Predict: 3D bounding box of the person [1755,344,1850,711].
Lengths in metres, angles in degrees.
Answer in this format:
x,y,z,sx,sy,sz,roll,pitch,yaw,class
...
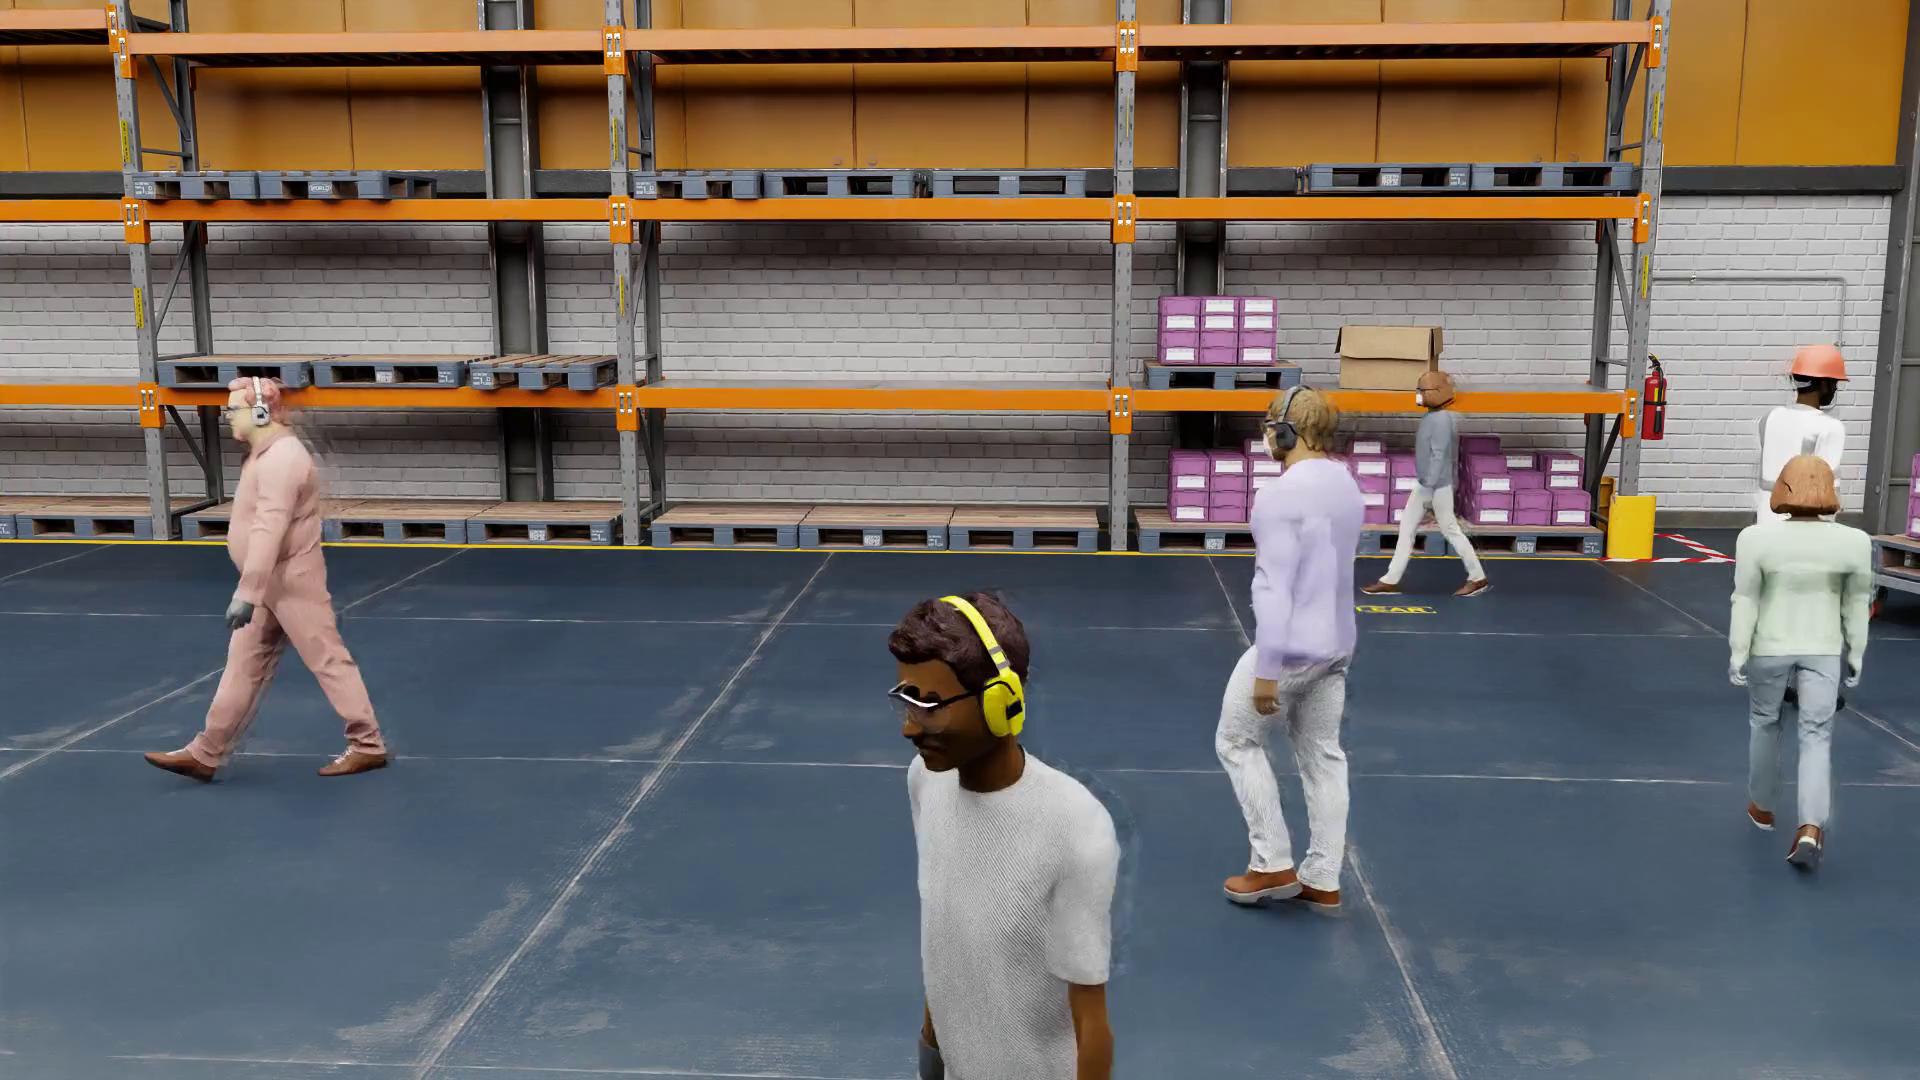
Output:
x,y,z,sx,sy,sz,roll,pitch,yaw,class
4.426,-0.063,8.740,0.452,1.927,0.561,-4,10,-21,person

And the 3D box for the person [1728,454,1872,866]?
x,y,z,sx,sy,sz,roll,pitch,yaw,class
3.339,0.455,6.635,0.504,1.601,0.807,4,10,20,person

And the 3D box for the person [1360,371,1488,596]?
x,y,z,sx,sy,sz,roll,pitch,yaw,class
3.306,-0.383,11.600,0.873,1.587,0.515,0,10,-1,person

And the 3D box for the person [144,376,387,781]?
x,y,z,sx,sy,sz,roll,pitch,yaw,class
-3.124,0.198,7.460,1.031,1.843,0.641,-6,11,-30,person

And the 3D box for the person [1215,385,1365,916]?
x,y,z,sx,sy,sz,roll,pitch,yaw,class
1.181,0.401,6.025,0.568,1.920,0.664,9,13,42,person

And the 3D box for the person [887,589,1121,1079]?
x,y,z,sx,sy,sz,roll,pitch,yaw,class
0.087,0.984,2.837,0.436,1.844,0.558,-9,13,-43,person
